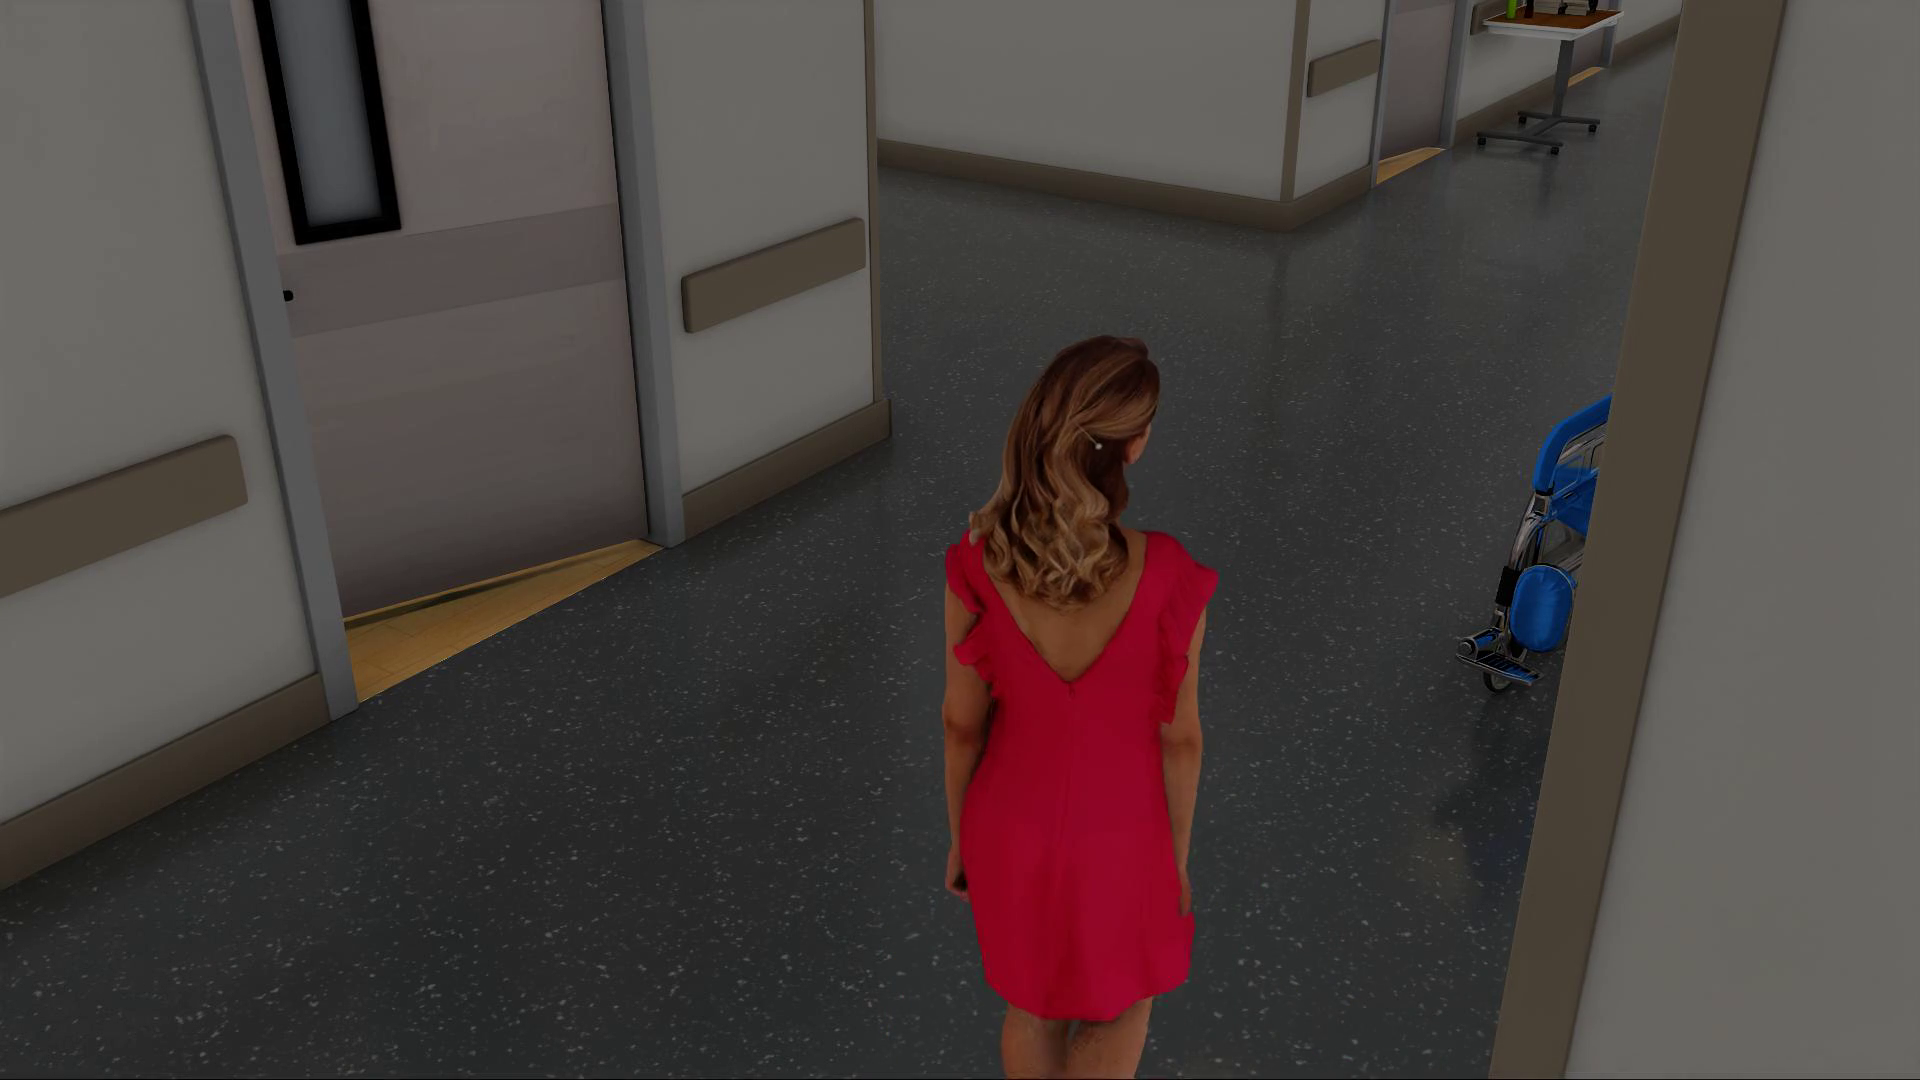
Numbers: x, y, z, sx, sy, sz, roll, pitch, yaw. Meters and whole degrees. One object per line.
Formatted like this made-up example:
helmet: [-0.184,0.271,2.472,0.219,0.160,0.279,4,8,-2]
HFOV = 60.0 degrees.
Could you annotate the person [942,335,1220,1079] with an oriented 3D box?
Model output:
person: [0.154,0.541,2.596,0.726,1.709,0.893,7,27,13]
